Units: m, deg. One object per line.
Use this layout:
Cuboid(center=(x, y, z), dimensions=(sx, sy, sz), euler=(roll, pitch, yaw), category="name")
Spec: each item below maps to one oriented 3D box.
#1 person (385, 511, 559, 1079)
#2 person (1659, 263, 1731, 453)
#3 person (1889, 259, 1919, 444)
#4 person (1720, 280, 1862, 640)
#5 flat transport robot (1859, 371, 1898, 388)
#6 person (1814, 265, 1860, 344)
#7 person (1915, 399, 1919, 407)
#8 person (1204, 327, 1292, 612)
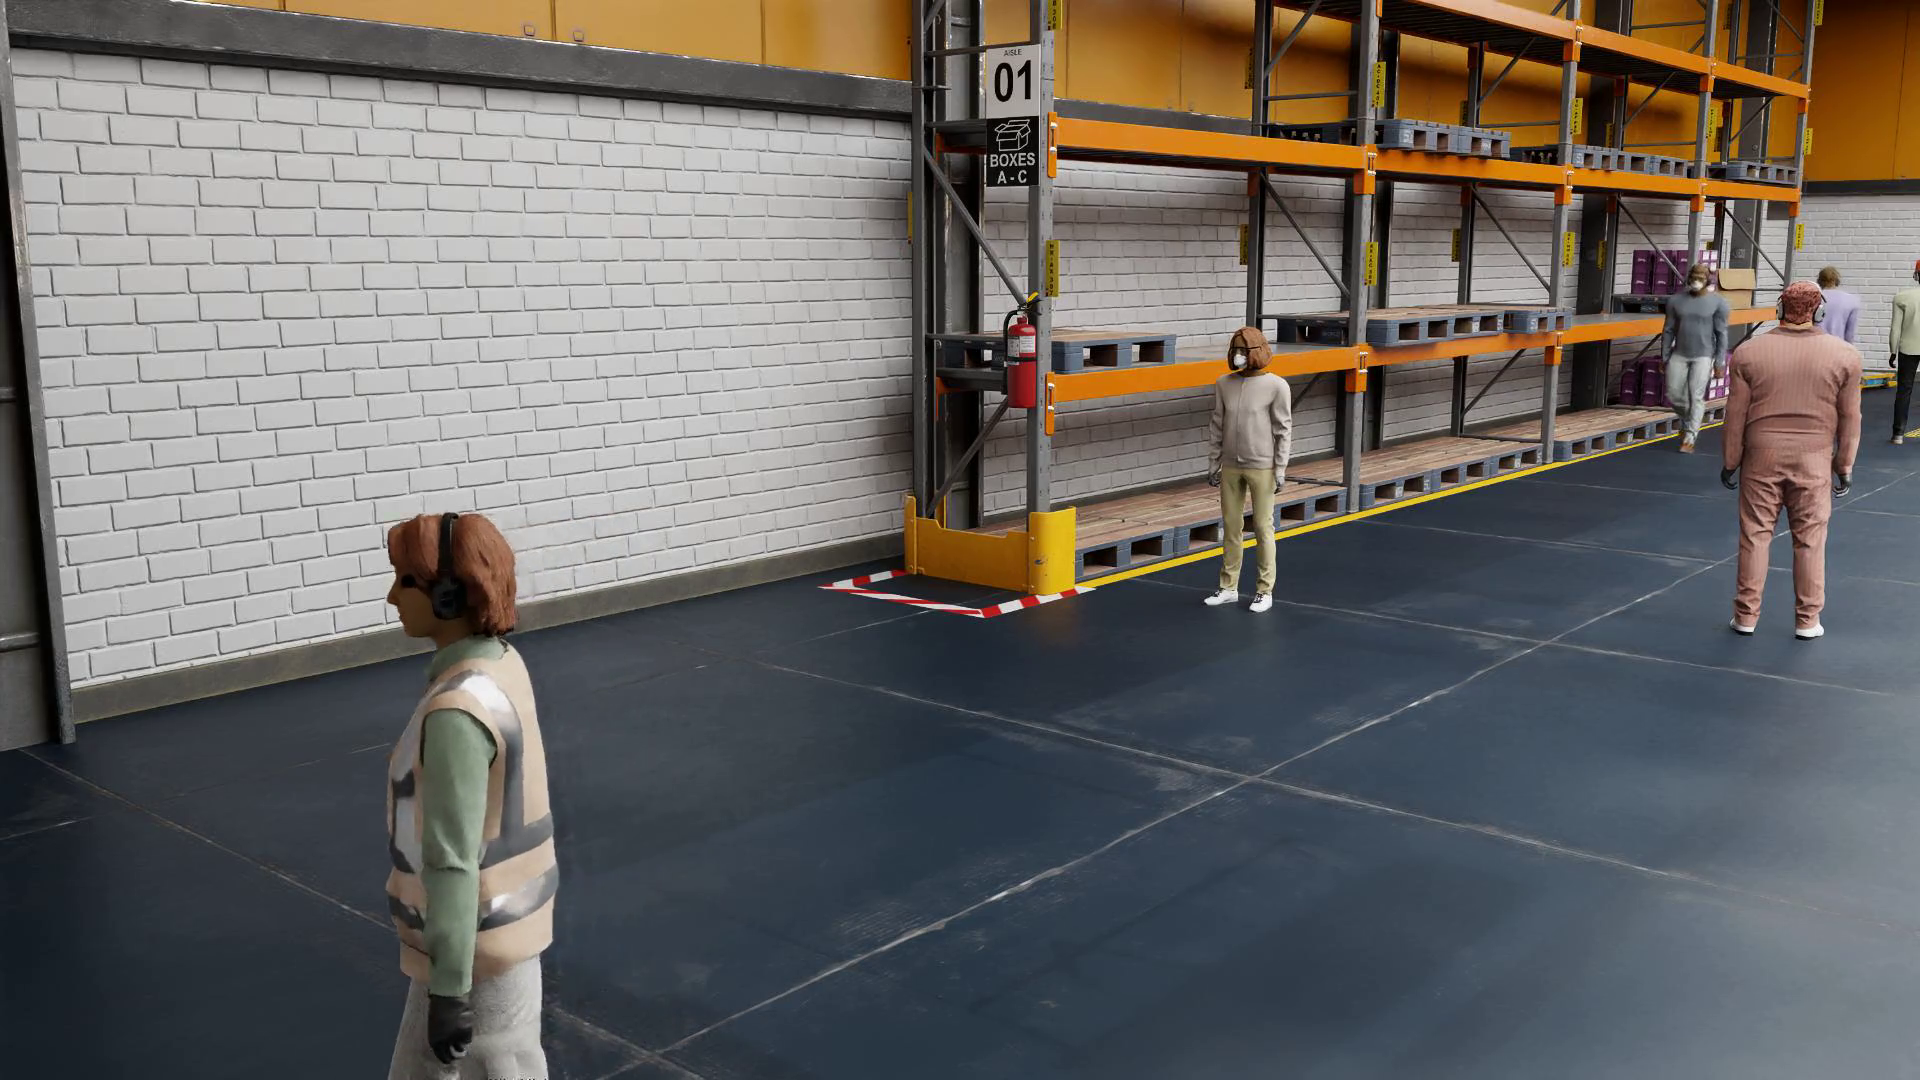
Cuboid(center=(-0.844, 0.738, 3.098), dimensions=(0.761, 1.611, 0.523), euler=(-2, 10, -11), category="person")
Cuboid(center=(7.468, -1.848, 16.927), dimensions=(0.650, 1.927, 0.505), euler=(9, 13, 40), category="person")
Cuboid(center=(10.171, -2.002, 17.606), dimensions=(0.609, 1.997, 0.375), euler=(6, 11, 29), category="person")
Cuboid(center=(4.409, -0.421, 8.858), dimensions=(0.655, 1.906, 0.407), euler=(5, 11, 25), category="person")
Cuboid(center=(13.211, -2.363, 24.571), dimensions=(1.431, 0.197, 0.652), euler=(-8, 12, -37), category="flat transport robot")
Cuboid(center=(9.470, -2.057, 18.242), dimensions=(0.615, 1.896, 0.927), euler=(6, 12, 30), category="person")
Cuboid(center=(12.471, -2.480, 20.909), dimensions=(0.632, 1.794, 0.978), euler=(-3, 10, -16), category="person")
Cuboid(center=(1.648, -0.404, 9.541), dimensions=(0.507, 1.631, 0.266), euler=(8, 13, 40), category="person")
